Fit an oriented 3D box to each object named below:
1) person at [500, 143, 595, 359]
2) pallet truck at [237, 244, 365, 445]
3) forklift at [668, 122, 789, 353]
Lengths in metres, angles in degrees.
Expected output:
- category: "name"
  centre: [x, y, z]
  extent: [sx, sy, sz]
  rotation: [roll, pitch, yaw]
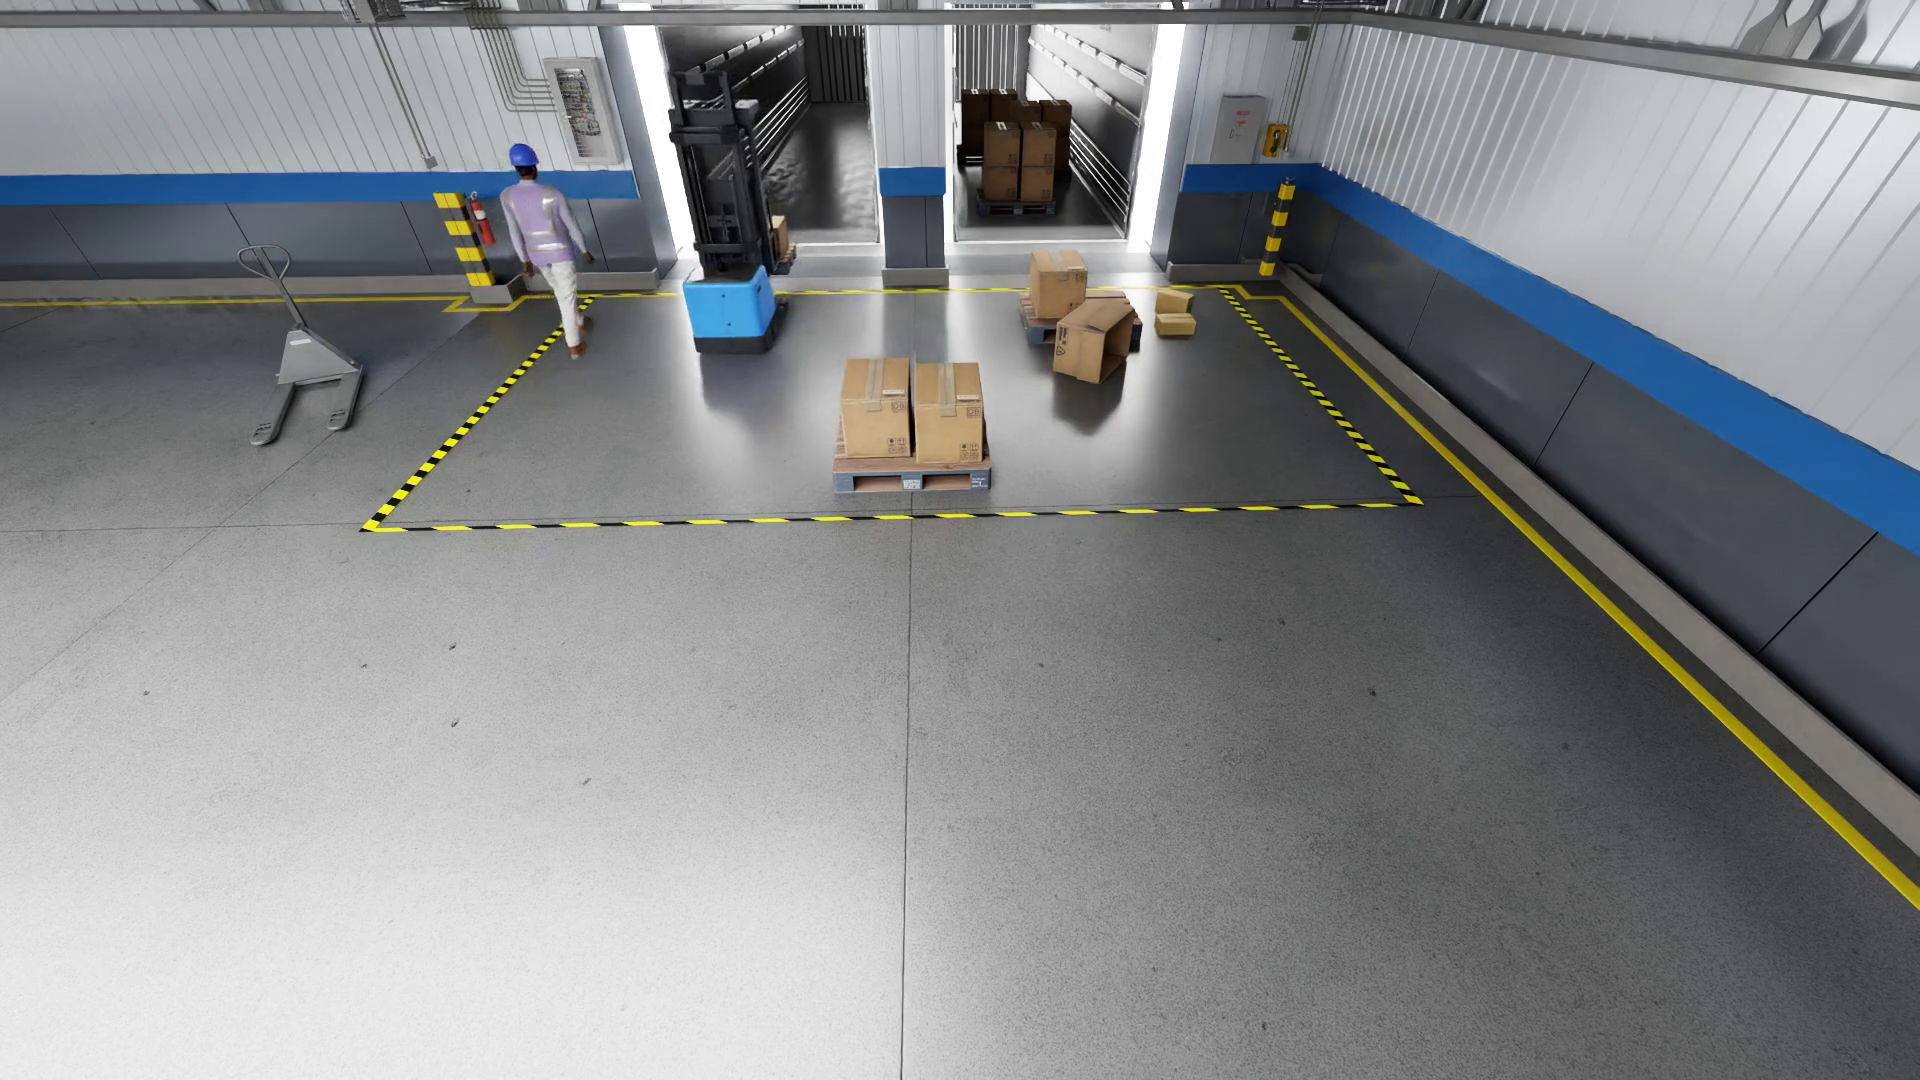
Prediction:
- category: "person"
  centre: [-3.954, -2.848, 7.227]
  extent: [0.604, 1.913, 0.868]
  rotation: [1, 38, 2]
- category: "pallet truck"
  centre: [-5.915, -1.733, 6.366]
  extent: [0.680, 1.201, 1.601]
  rotation: [-18, 42, -21]
- category: "forklift"
  centre: [-2.347, -2.928, 7.226]
  extent: [0.716, 2.013, 0.776]
  rotation: [-1, 38, -1]
